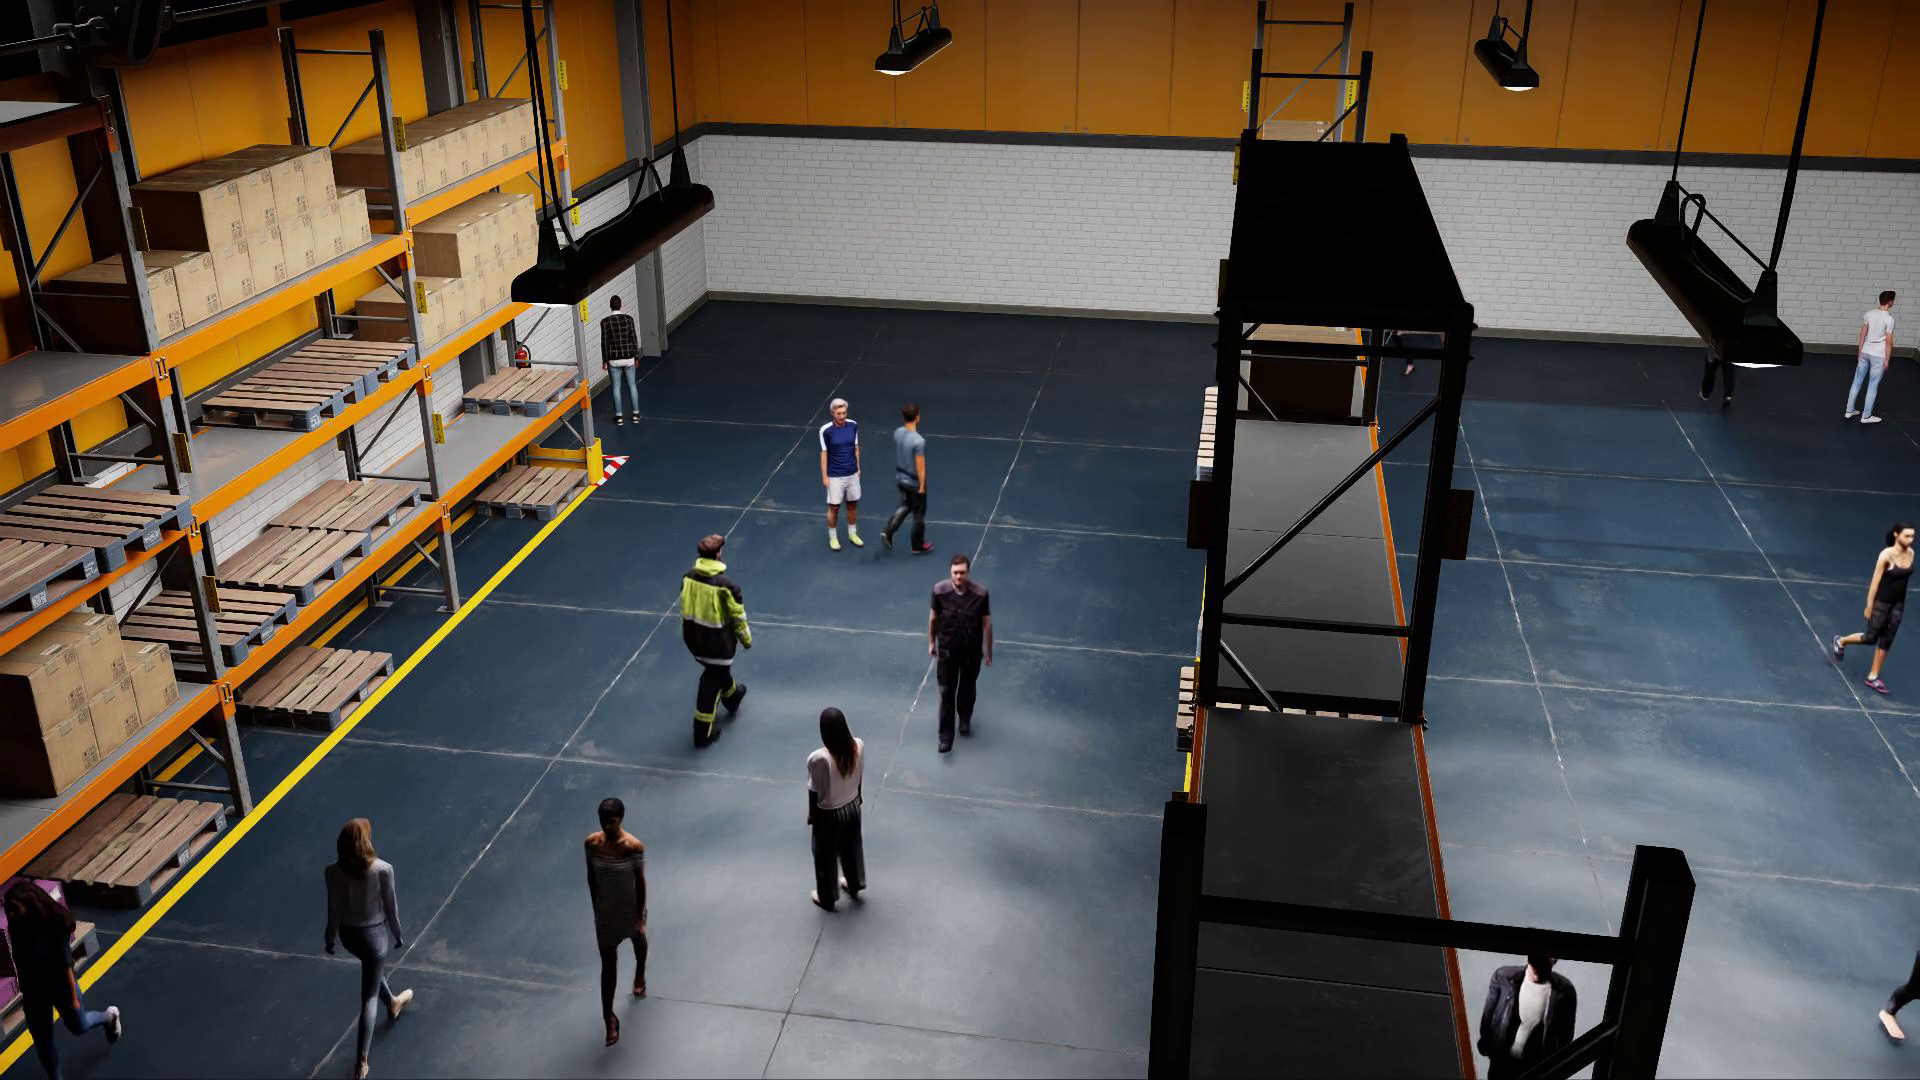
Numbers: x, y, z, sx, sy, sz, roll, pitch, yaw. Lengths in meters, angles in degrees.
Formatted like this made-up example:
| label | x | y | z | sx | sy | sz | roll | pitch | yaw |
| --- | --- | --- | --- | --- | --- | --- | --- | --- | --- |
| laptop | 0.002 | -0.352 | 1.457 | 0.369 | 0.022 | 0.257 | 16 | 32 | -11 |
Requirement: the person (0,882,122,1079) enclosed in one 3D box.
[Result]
| label | x | y | z | sx | sy | sz | roll | pitch | yaw |
| --- | --- | --- | --- | --- | --- | --- | --- | --- | --- |
| person | -5.911 | 2.908 | 10.929 | 0.613 | 1.594 | 0.993 | 3 | 24 | 7 |

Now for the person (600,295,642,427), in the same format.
| label | x | y | z | sx | sy | sz | roll | pitch | yaw |
| --- | --- | --- | --- | --- | --- | --- | --- | --- | --- |
| person | -4.692 | -2.497 | 23.011 | 0.749 | 1.820 | 0.744 | -9 | 25 | -19 |

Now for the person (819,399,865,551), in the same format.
| label | x | y | z | sx | sy | sz | roll | pitch | yaw |
| --- | --- | --- | --- | --- | --- | --- | --- | --- | --- |
| person | -1.365 | -0.780 | 19.069 | 0.728 | 1.831 | 0.775 | -14 | 27 | -28 |

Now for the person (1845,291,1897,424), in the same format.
| label | x | y | z | sx | sy | sz | roll | pitch | yaw |
| --- | --- | --- | --- | --- | --- | --- | --- | --- | --- |
| person | 12.697 | -2.564 | 23.124 | 0.789 | 1.851 | 0.670 | -9 | 25 | -20 |

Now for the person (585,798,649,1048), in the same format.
| label | x | y | z | sx | sy | sz | roll | pitch | yaw |
| --- | --- | --- | --- | --- | --- | --- | --- | --- | --- |
| person | -2.315 | 2.530 | 11.567 | 0.664 | 1.775 | 1.106 | 2 | 24 | 5 |

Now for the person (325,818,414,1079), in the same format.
| label | x | y | z | sx | sy | sz | roll | pitch | yaw |
| --- | --- | --- | --- | --- | --- | --- | --- | --- | --- |
| person | -4.002 | 2.751 | 11.106 | 0.747 | 1.739 | 1.239 | -1 | 24 | -3 |

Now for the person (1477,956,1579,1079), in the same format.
| label | x | y | z | sx | sy | sz | roll | pitch | yaw |
| --- | --- | --- | --- | --- | --- | --- | --- | --- | --- |
| person | 3.429 | 3.112 | 10.177 | 0.706 | 1.822 | 0.709 | 6 | 24 | 14 |

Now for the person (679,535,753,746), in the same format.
| label | x | y | z | sx | sy | sz | roll | pitch | yaw |
| --- | --- | --- | --- | --- | --- | --- | --- | --- | --- |
| person | -2.299 | 0.928 | 15.029 | 1.059 | 1.938 | 1.277 | 13 | 27 | 28 |

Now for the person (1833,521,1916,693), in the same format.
| label | x | y | z | sx | sy | sz | roll | pitch | yaw |
| --- | --- | --- | --- | --- | --- | --- | --- | --- | --- |
| person | 8.879 | 0.594 | 16.075 | 0.826 | 1.711 | 0.995 | -8 | 25 | -17 |

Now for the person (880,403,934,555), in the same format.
| label | x | y | z | sx | sy | sz | roll | pitch | yaw |
| --- | --- | --- | --- | --- | --- | --- | --- | --- | --- |
| person | -0.633 | -0.655 | 18.835 | 1.022 | 1.789 | 0.935 | -18 | 29 | -35 |

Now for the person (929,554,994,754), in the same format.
| label | x | y | z | sx | sy | sz | roll | pitch | yaw |
| --- | --- | --- | --- | --- | --- | --- | --- | --- | --- |
| person | 0.009 | 0.950 | 15.129 | 0.830 | 1.817 | 1.095 | 1 | 24 | 3 |

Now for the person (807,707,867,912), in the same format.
| label | x | y | z | sx | sy | sz | roll | pitch | yaw |
| --- | --- | --- | --- | --- | --- | --- | --- | --- | --- |
| person | -0.948 | 2.054 | 12.780 | 0.772 | 1.676 | 0.852 | -20 | 30 | -38 |
